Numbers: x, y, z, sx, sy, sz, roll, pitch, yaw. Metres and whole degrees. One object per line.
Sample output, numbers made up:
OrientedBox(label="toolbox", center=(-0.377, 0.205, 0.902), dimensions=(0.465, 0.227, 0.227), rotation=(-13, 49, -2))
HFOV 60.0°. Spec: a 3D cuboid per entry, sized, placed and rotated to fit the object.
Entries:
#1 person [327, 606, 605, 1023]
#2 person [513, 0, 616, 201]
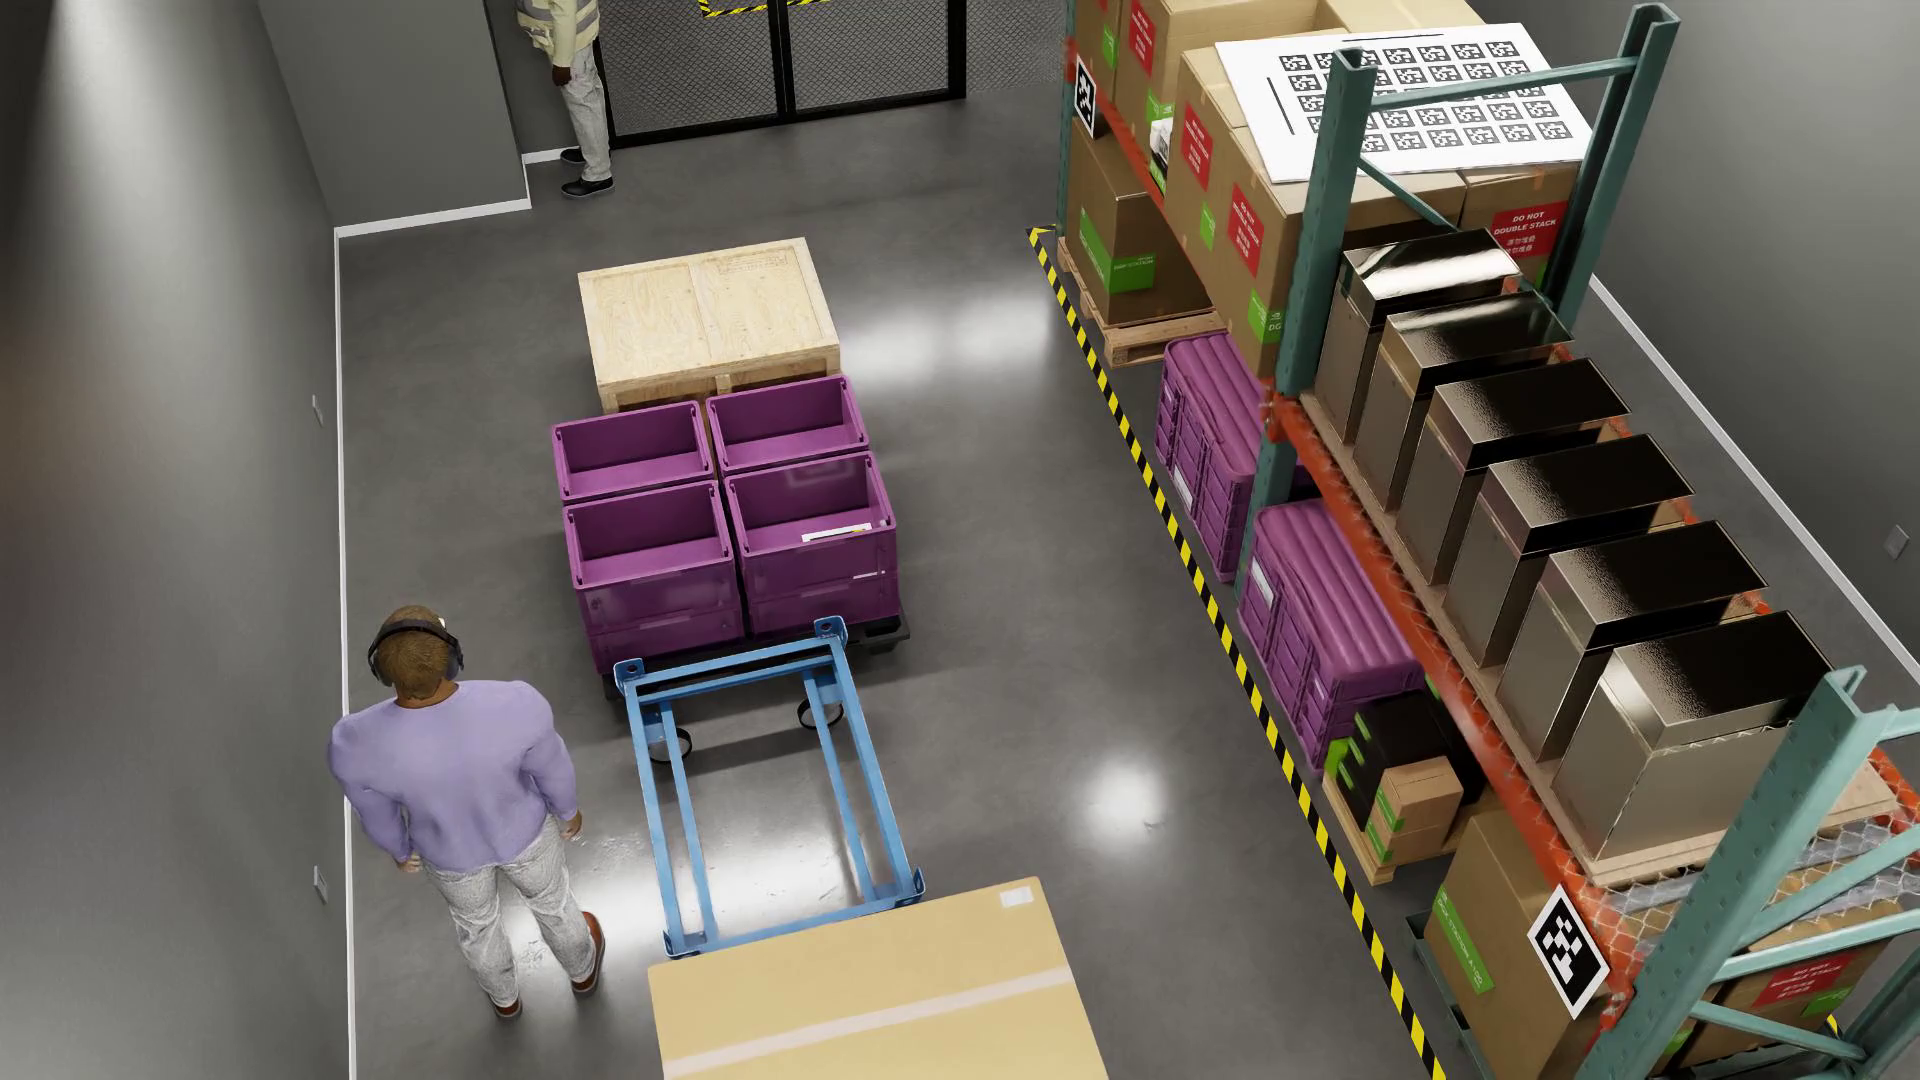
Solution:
OrientedBox(label="person", center=(-1.463, 0.874, 5.084), dimensions=(0.629, 1.940, 0.373), rotation=(-13, 49, -12))
OrientedBox(label="person", center=(-1.994, -2.560, 8.308), dimensions=(0.403, 1.834, 0.589), rotation=(-5, 48, -5))
